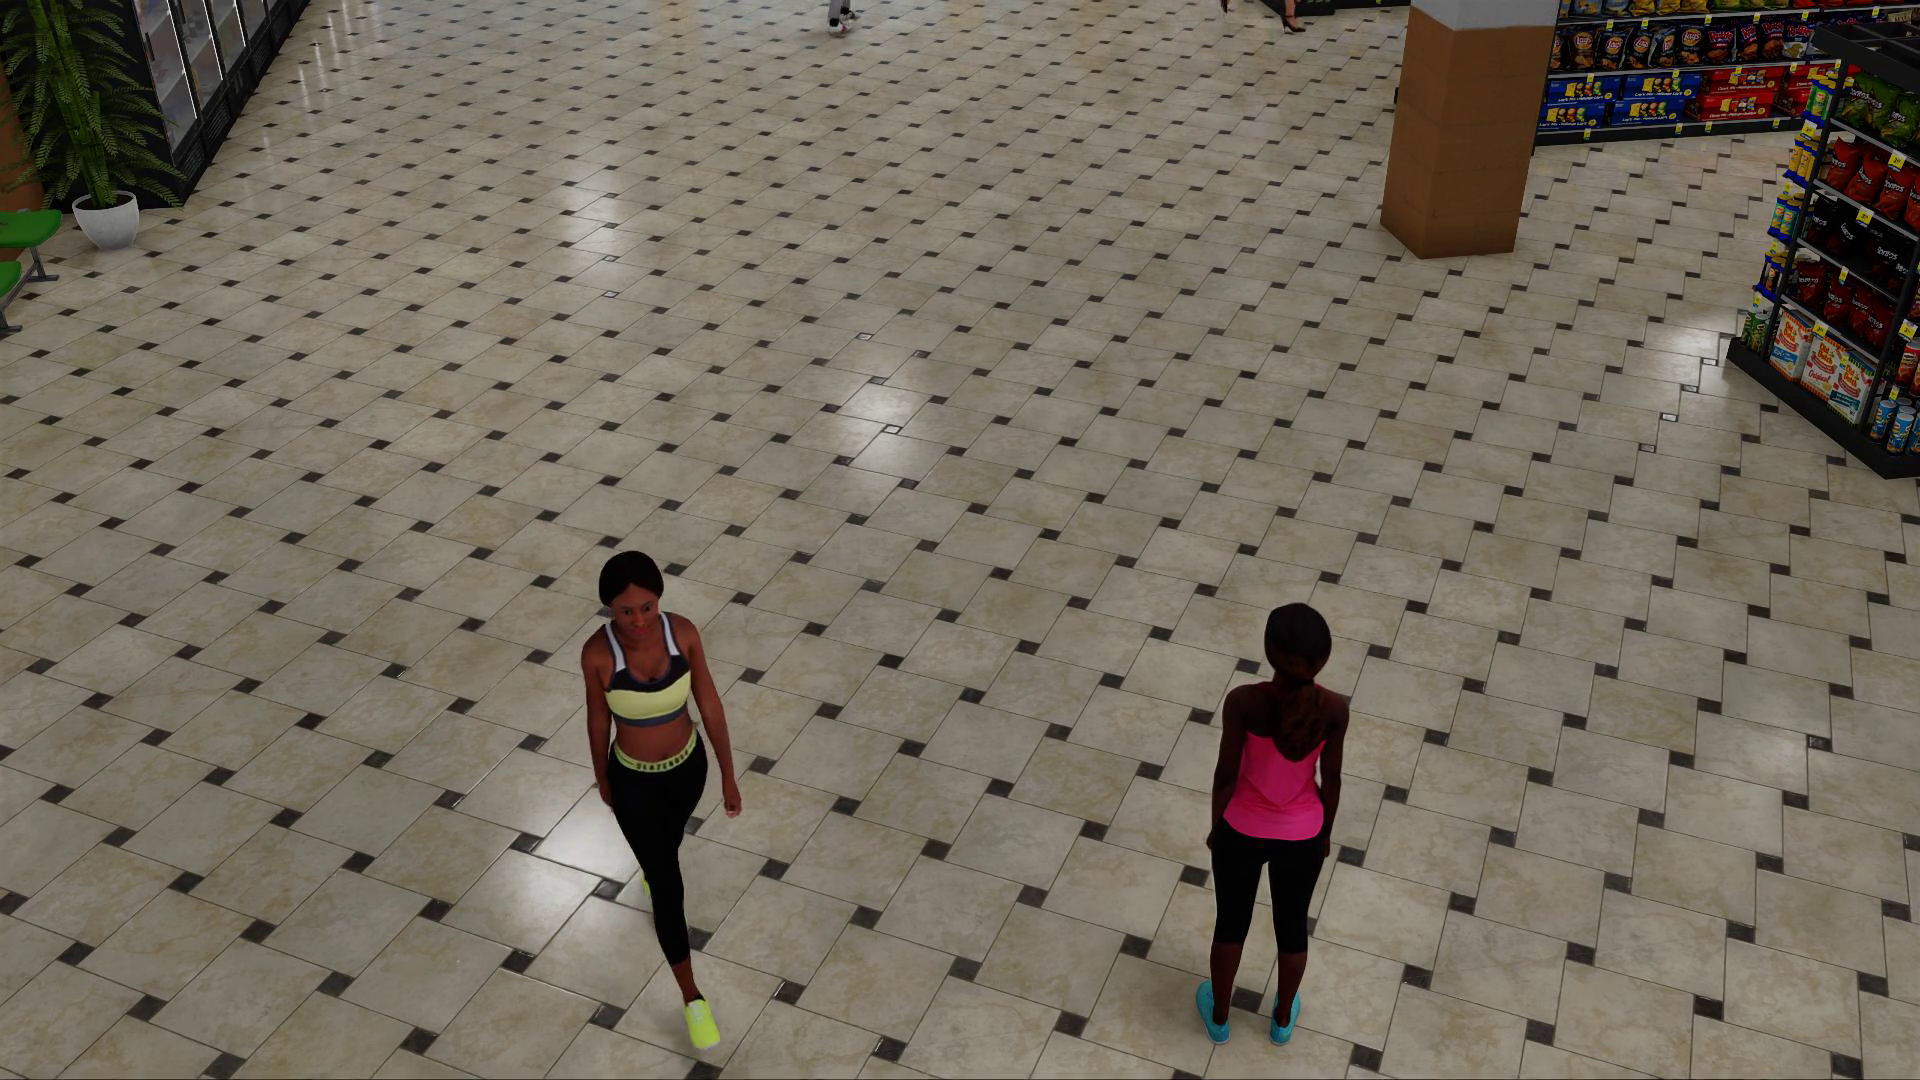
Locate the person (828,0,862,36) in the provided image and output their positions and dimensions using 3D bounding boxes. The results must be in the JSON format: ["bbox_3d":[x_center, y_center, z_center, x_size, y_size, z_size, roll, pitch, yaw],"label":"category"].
[{"bbox_3d":[-1.201,-5.815,15.860,0.969,1.930,0.912,-25,40,-34],"label":"person"}]

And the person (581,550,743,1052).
[{"bbox_3d":[-1.016,0.743,5.534,1.128,1.705,0.854,-14,35,-22],"label":"person"}]

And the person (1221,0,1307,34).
[{"bbox_3d":[2.990,-5.765,15.916,1.193,1.787,0.879,5,32,8],"label":"person"}]

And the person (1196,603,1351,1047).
[{"bbox_3d":[0.975,0.926,5.225,0.555,1.720,0.664,2,32,4],"label":"person"}]
